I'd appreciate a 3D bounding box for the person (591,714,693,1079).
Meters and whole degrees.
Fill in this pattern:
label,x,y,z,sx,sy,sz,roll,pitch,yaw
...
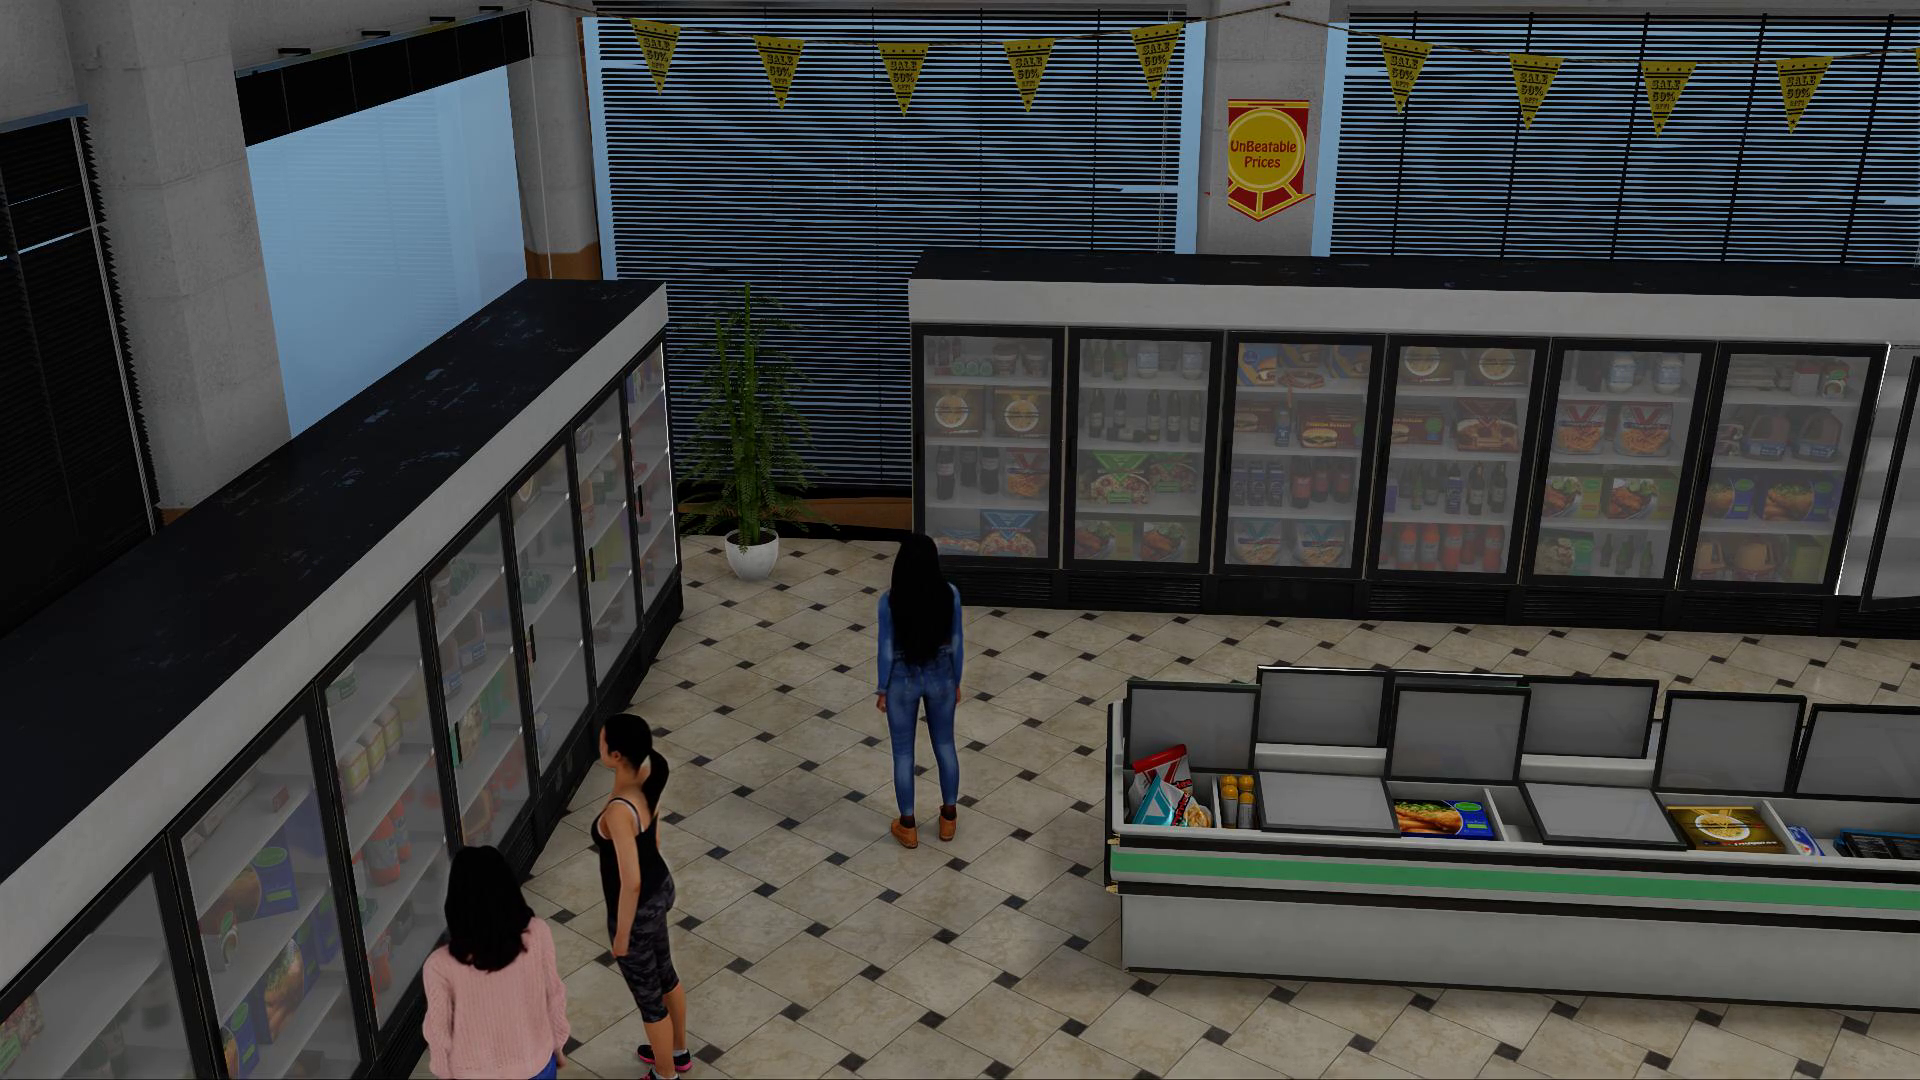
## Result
label,x,y,z,sx,sy,sz,roll,pitch,yaw
person,-1.274,1.478,6.688,0.543,1.728,0.583,4,22,9

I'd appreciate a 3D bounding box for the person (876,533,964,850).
label,x,y,z,sx,sy,sz,roll,pitch,yaw
person,-0.197,0.767,8.479,0.566,1.712,0.723,-5,22,-13

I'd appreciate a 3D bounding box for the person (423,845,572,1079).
label,x,y,z,sx,sy,sz,roll,pitch,yaw
person,-1.572,1.838,5.736,0.675,1.770,0.783,-11,25,-26
